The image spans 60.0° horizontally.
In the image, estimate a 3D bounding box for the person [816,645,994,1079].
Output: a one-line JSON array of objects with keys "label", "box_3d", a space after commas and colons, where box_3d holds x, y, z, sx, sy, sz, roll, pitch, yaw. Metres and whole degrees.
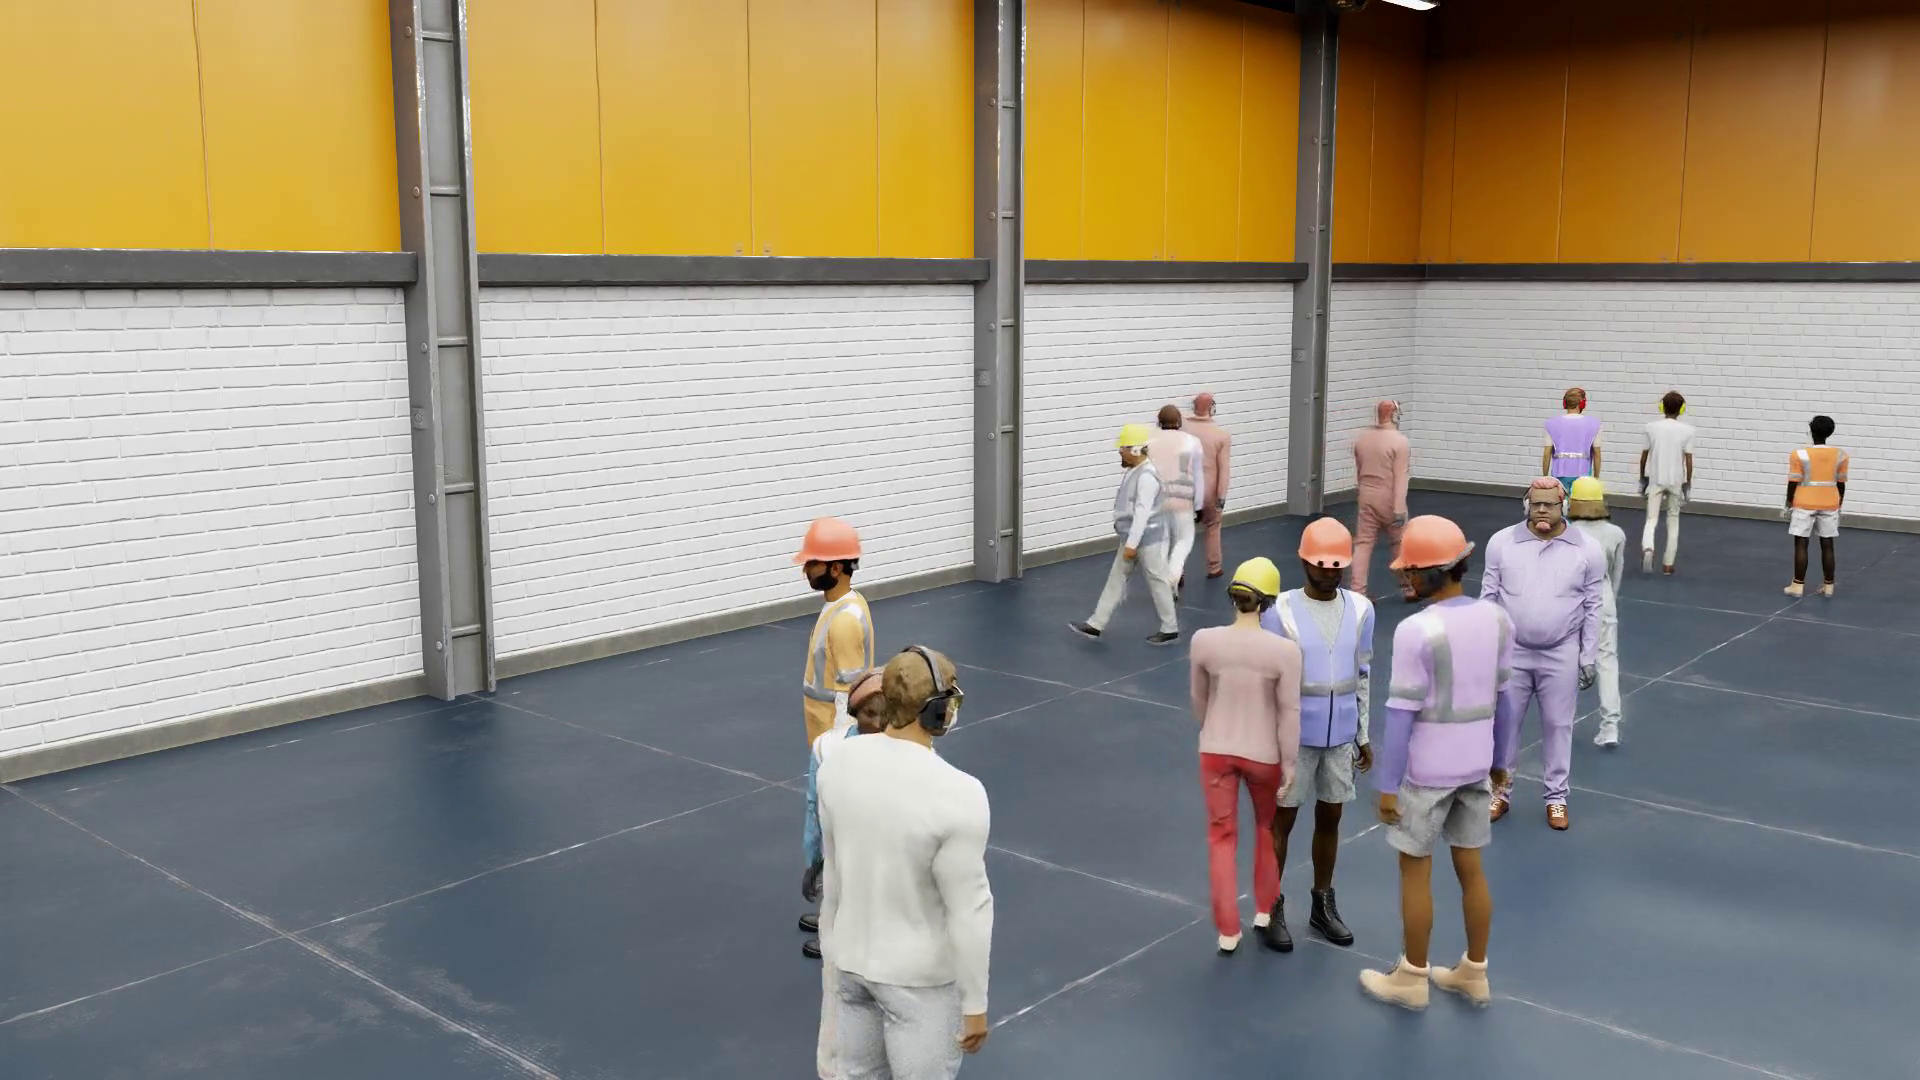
[{"label": "person", "box_3d": [-0.161, 1.258, 4.852, 0.645, 1.927, 0.392, 8, 12, 42]}]

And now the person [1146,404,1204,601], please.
[{"label": "person", "box_3d": [1.882, -0.314, 15.010, 0.632, 1.822, 0.482, 4, 10, 22]}]

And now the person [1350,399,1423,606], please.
[{"label": "person", "box_3d": [3.883, -0.332, 14.976, 0.950, 1.860, 0.673, -6, 11, -33]}]

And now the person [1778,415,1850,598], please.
[{"label": "person", "box_3d": [7.895, -0.305, 15.371, 0.574, 1.690, 0.316, 1, 9, 5]}]

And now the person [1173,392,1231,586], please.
[{"label": "person", "box_3d": [2.293, -0.497, 16.044, 0.641, 1.864, 0.977, 4, 10, 21]}]

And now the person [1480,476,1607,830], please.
[{"label": "person", "box_3d": [3.119, 0.604, 8.985, 0.642, 1.909, 0.409, 4, 10, 22]}]

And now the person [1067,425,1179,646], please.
[{"label": "person", "box_3d": [1.348, -0.026, 13.304, 0.928, 1.778, 0.612, -1, 9, -8]}]

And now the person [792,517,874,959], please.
[{"label": "person", "box_3d": [-0.547, 0.857, 7.296, 0.352, 1.940, 0.545, -1, 9, -7]}]

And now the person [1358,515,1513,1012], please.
[{"label": "person", "box_3d": [1.965, 0.903, 6.743, 0.769, 2.029, 0.426, -5, 11, -31]}]

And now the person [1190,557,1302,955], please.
[{"label": "person", "box_3d": [1.272, 0.939, 7.406, 0.517, 1.737, 0.609, 3, 10, 21]}]

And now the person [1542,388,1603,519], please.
[{"label": "person", "box_3d": [6.187, -0.616, 16.856, 0.564, 1.840, 0.397, 3, 10, 19]}]

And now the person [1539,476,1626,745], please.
[{"label": "person", "box_3d": [4.034, 0.440, 10.691, 0.487, 1.701, 0.916, 0, 9, -1]}]

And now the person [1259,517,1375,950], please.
[{"label": "person", "box_3d": [1.576, 0.853, 7.333, 0.551, 1.932, 0.376, -2, 9, -13]}]

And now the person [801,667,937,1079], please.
[{"label": "person", "box_3d": [-0.299, 1.211, 6.143, 0.566, 1.596, 0.790, 3, 9, 17]}]

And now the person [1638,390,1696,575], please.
[{"label": "person", "box_3d": [6.967, -0.549, 16.436, 0.513, 1.854, 0.687, 5, 10, 28]}]
